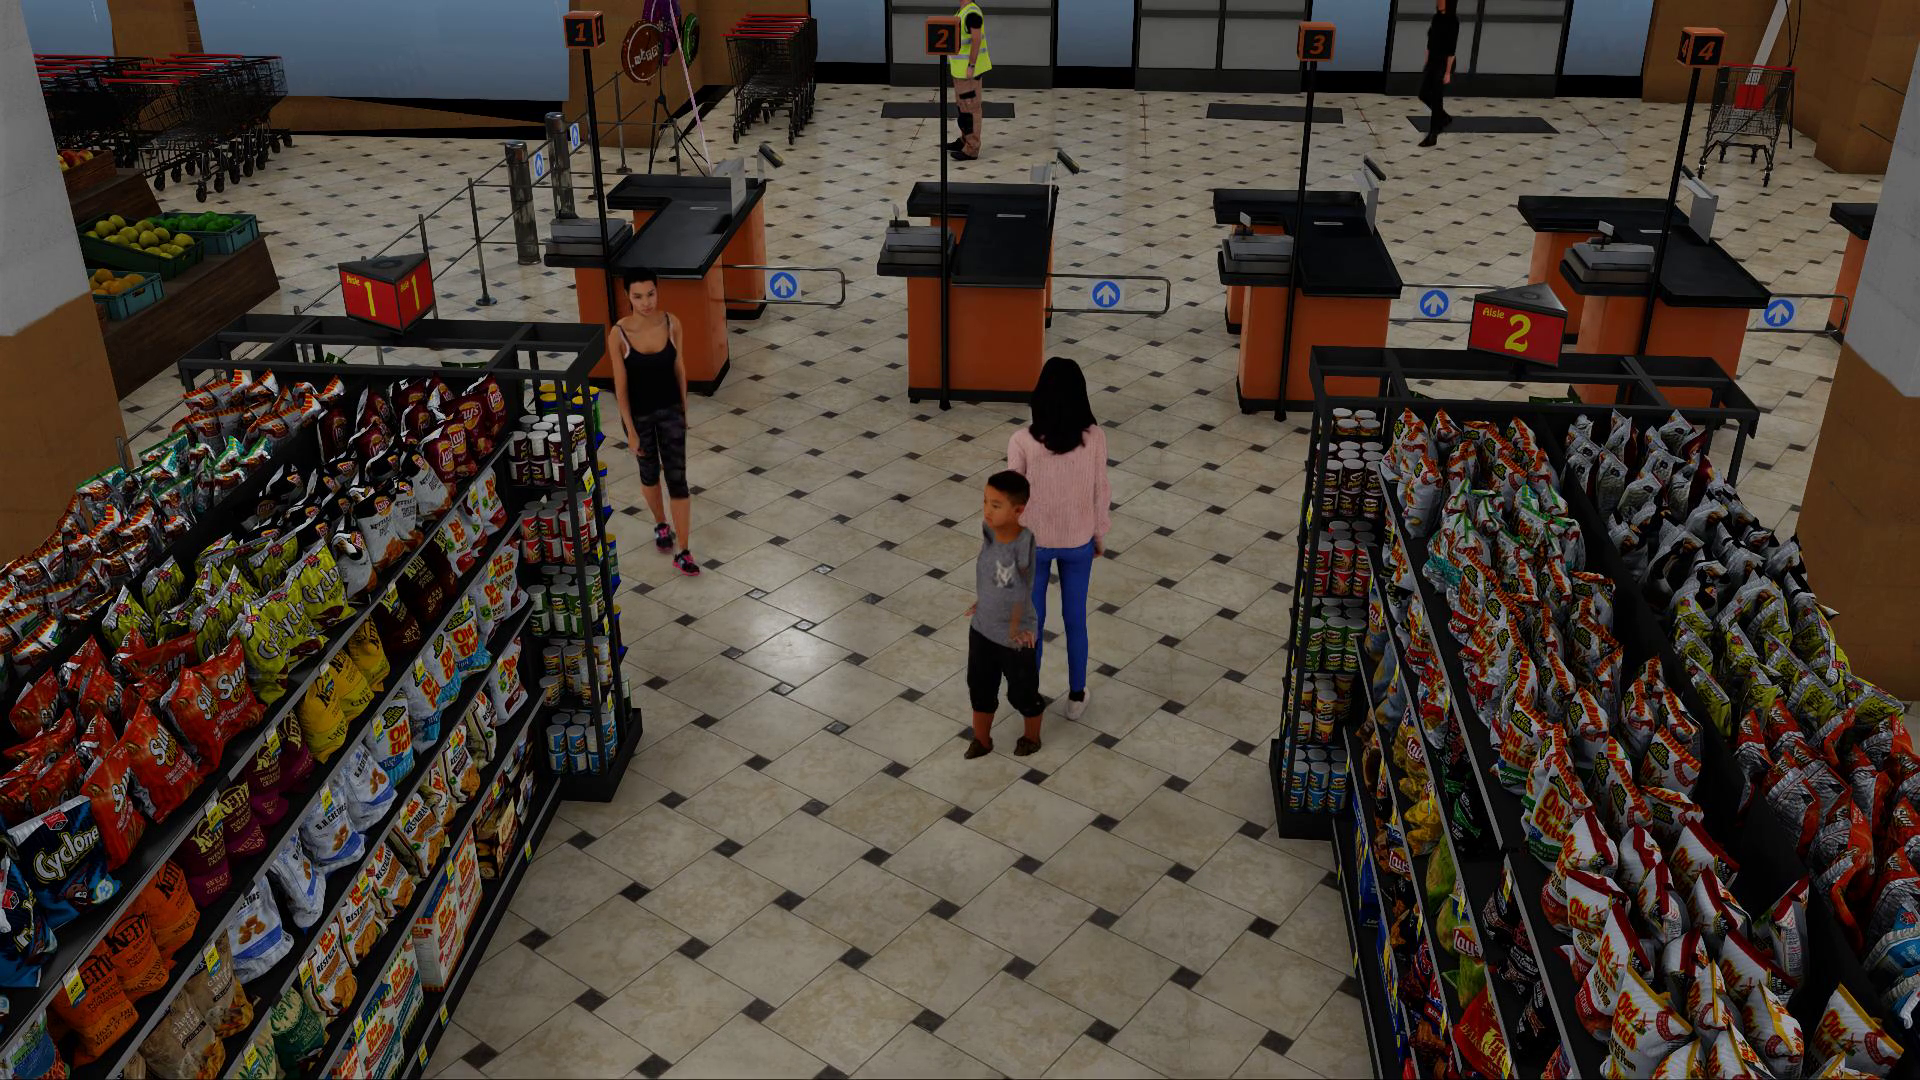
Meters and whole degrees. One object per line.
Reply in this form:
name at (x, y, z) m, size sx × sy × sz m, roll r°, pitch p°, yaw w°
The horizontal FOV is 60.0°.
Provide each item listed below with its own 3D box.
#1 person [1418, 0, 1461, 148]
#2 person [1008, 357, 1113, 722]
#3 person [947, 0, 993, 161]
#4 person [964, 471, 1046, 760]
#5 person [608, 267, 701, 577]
person at (5.102, -4.979, 17.487) m, size 0.828 × 1.634 × 0.785 m, roll -12°, pitch 29°, yaw -22°
person at (0.427, 0.018, 7.484) m, size 0.668 × 1.769 × 0.567 m, roll 0°, pitch 27°, yaw -1°
person at (0.063, -4.839, 16.974) m, size 0.834 × 1.847 × 0.738 m, roll -4°, pitch 27°, yaw -8°
person at (0.220, 0.307, 7.258) m, size 0.735 × 1.457 × 0.792 m, roll 23°, pitch 35°, yaw 38°
person at (-1.667, -0.666, 8.966) m, size 0.806 × 1.648 × 1.009 m, roll -10°, pitch 29°, yaw -20°
